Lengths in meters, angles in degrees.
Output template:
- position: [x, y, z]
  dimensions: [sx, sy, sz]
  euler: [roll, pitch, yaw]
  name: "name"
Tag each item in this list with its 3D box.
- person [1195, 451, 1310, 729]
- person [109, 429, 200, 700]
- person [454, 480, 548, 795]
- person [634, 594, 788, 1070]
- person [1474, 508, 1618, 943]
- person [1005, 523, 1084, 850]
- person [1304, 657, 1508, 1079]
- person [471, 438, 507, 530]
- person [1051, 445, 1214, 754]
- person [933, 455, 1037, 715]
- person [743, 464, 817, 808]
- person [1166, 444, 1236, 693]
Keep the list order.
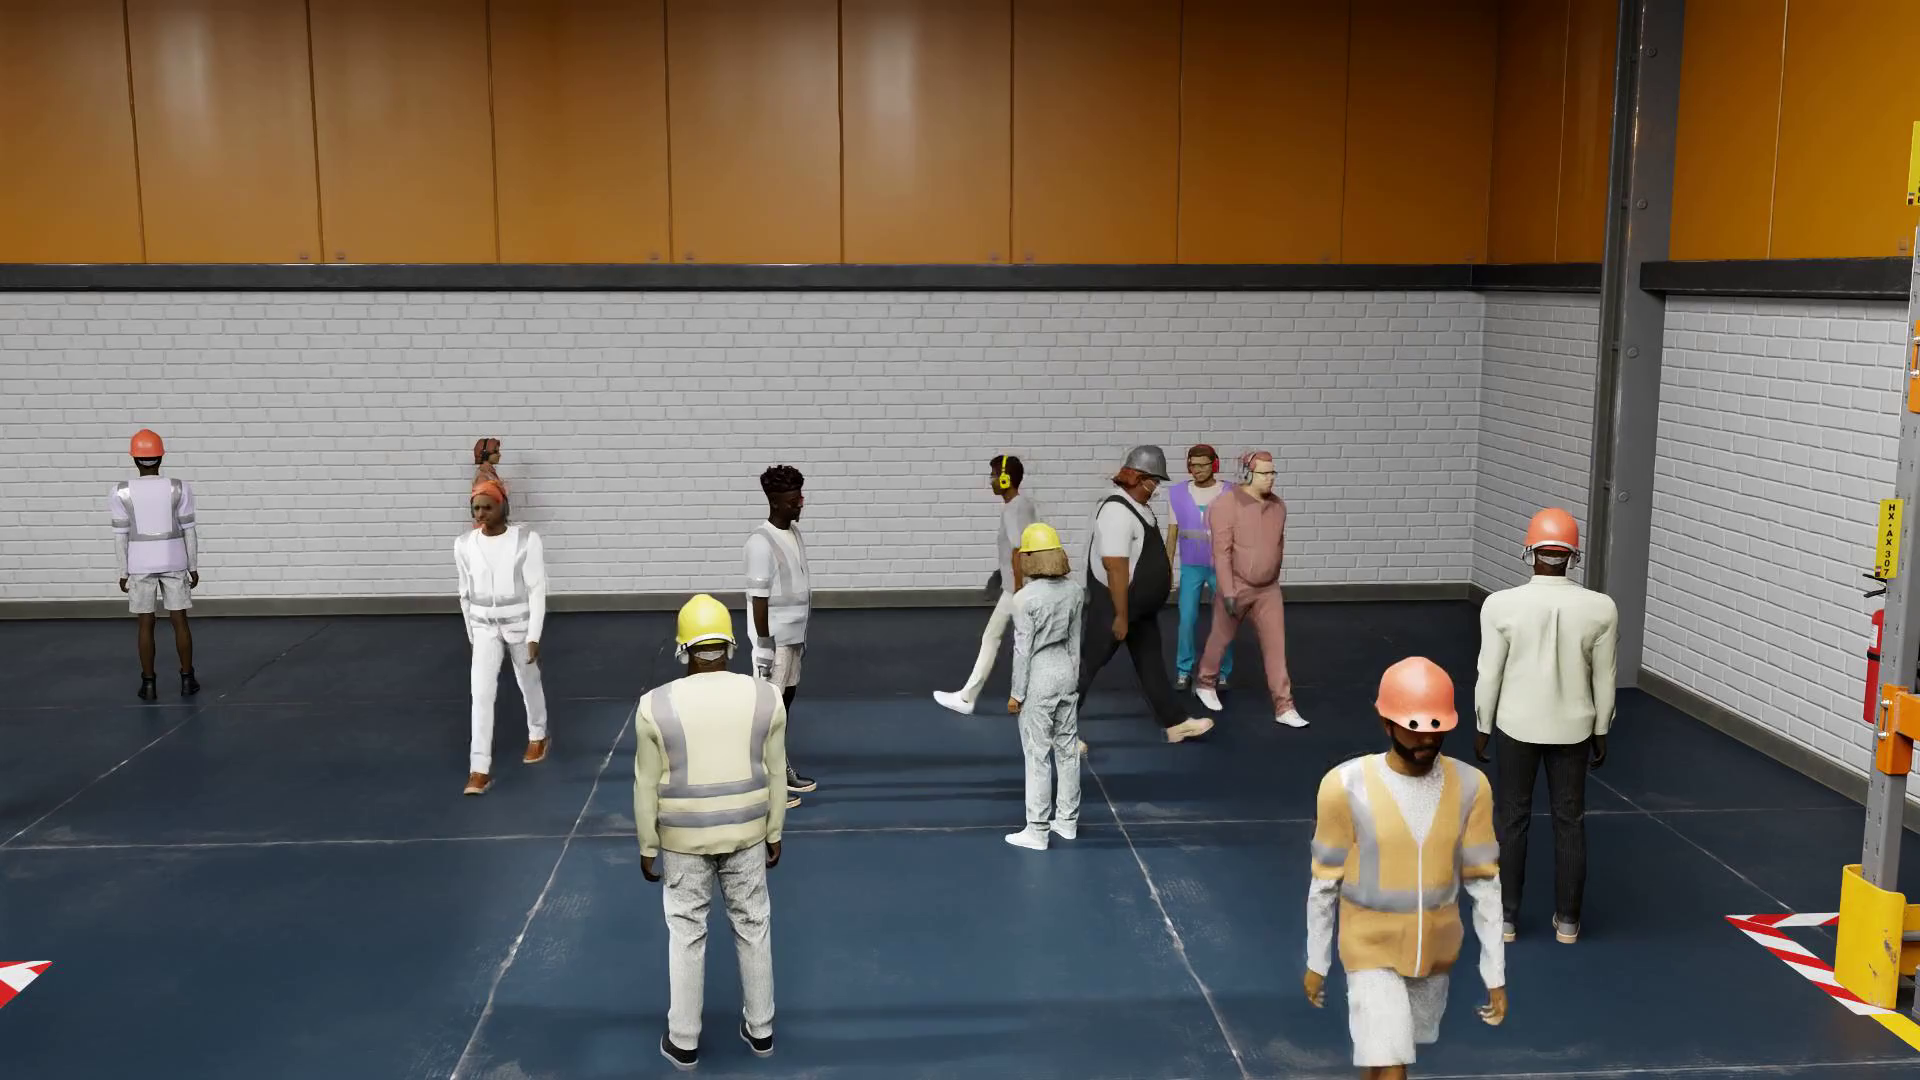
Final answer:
- position: [1.963, 0.315, 11.349]
  dimensions: [0.642, 1.858, 1.013]
  euler: [-4, 10, -24]
  name: "person"
- position: [-5.751, 0.177, 11.915]
  dimensions: [0.545, 1.943, 0.347]
  euler: [-5, 10, -27]
  name: "person"
- position: [-2.747, 0.542, 10.032]
  dimensions: [0.575, 1.826, 1.033]
  euler: [0, 9, 2]
  name: "person"
- position: [-0.956, 1.117, 6.404]
  dimensions: [0.591, 1.823, 0.405]
  euler: [-3, 10, -20]
  name: "person"
- position: [2.643, 0.846, 7.548]
  dimensions: [0.613, 1.994, 0.381]
  euler: [1, 9, 7]
  name: "person"
- position: [0.438, 0.770, 8.835]
  dimensions: [0.484, 1.738, 0.305]
  euler: [-8, 12, -42]
  name: "person"
- position: [1.392, 1.288, 5.107]
  dimensions: [0.569, 1.882, 0.976]
  euler: [-1, 9, -8]
  name: "person"
- position: [-4.070, -0.068, 14.398]
  dimensions: [0.306, 1.640, 0.523]
  euler: [-2, 9, -11]
  name: "person"
- position: [1.107, 0.335, 10.616]
  dimensions: [1.071, 2.000, 0.770]
  euler: [3, 9, 17]
  name: "person"
- position: [0.313, 0.331, 11.350]
  dimensions: [0.953, 1.807, 0.492]
  euler: [4, 10, 21]
  name: "person"
- position: [-1.033, 0.538, 9.572]
  dimensions: [0.361, 1.963, 0.613]
  euler: [2, 9, 13]
  name: "person"
- position: [1.780, 0.204, 12.103]
  dimensions: [0.564, 1.828, 0.423]
  euler: [3, 10, 19]
  name: "person"
